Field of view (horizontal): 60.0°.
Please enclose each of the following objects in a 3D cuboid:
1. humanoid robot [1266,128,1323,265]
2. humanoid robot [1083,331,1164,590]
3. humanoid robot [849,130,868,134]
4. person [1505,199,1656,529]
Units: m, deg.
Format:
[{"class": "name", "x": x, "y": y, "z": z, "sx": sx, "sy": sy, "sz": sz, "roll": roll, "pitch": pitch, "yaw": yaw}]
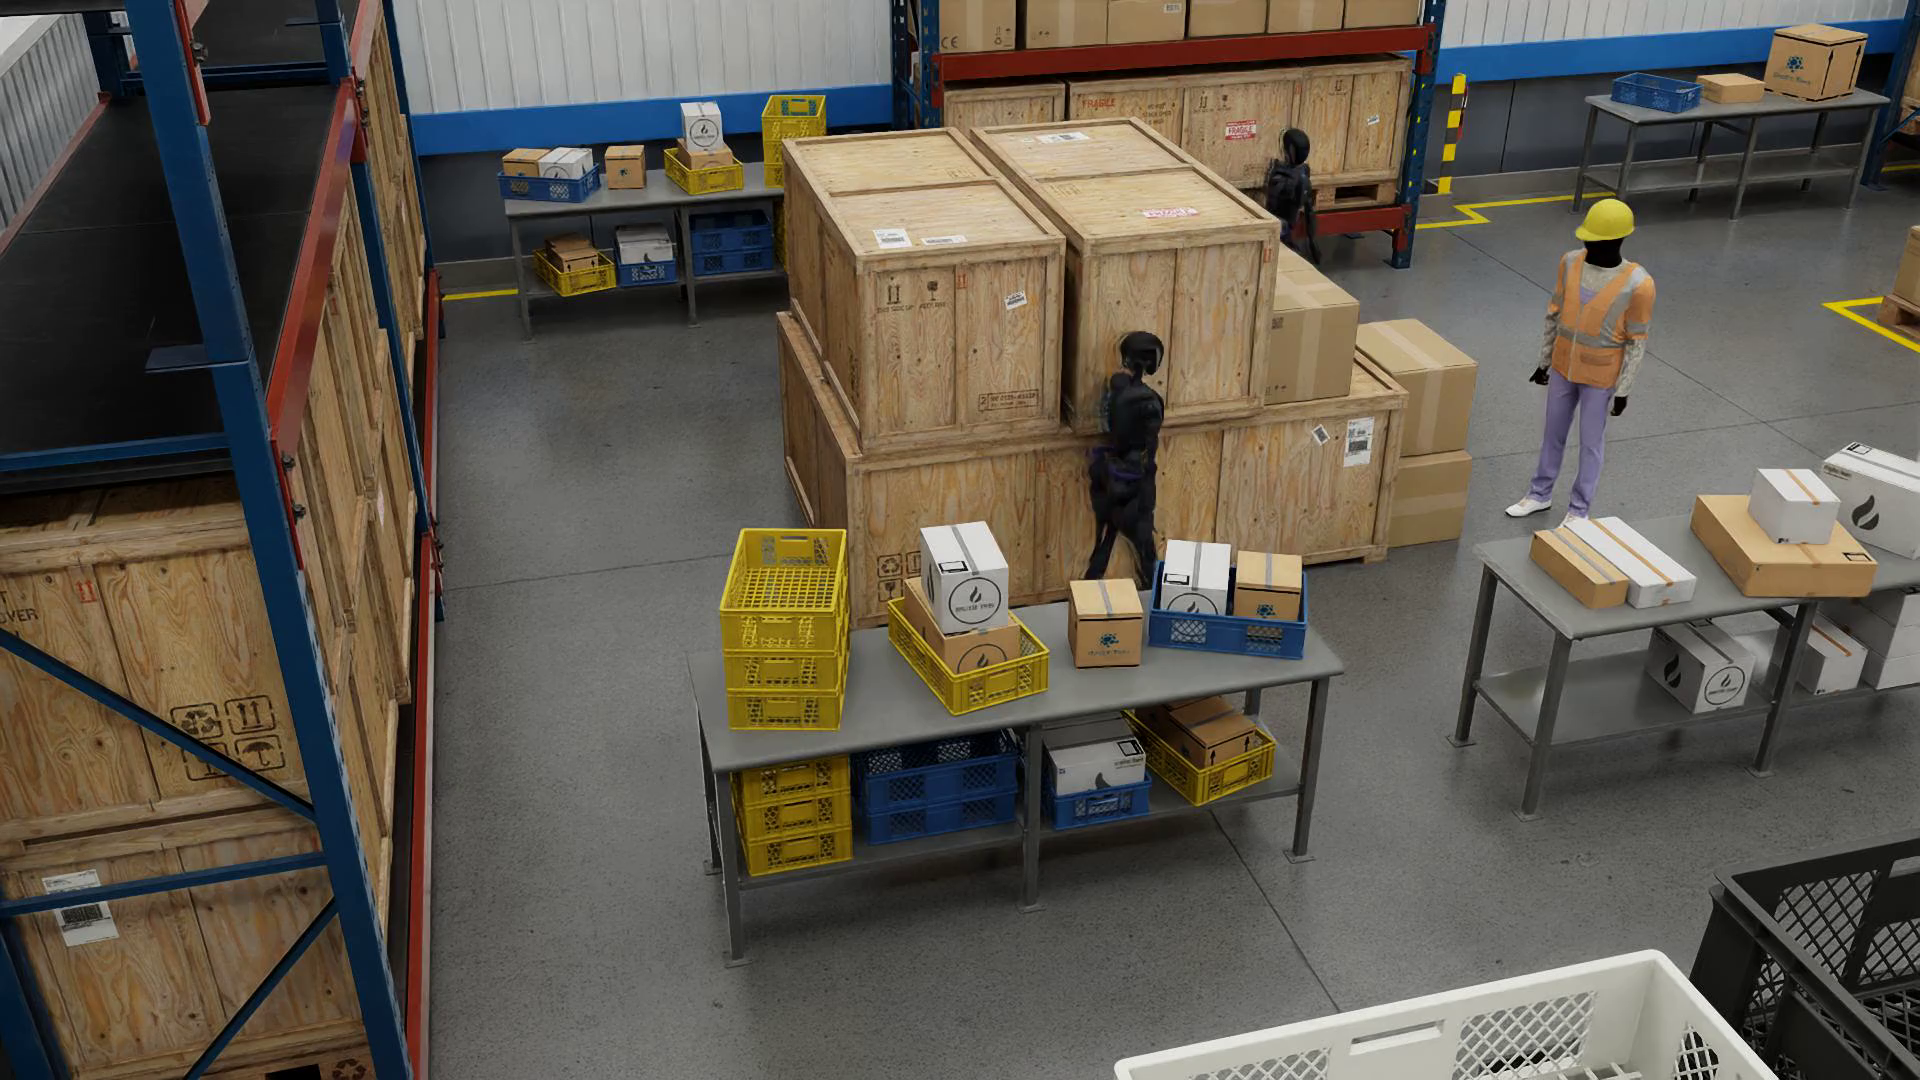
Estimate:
[{"class": "humanoid robot", "x": 2.219, "y": -1.959, "z": 11.219, "sx": 0.516, "sy": 1.642, "sz": 0.621, "roll": 18, "pitch": 33, "yaw": 29}, {"class": "humanoid robot", "x": 0.859, "y": -0.255, "z": 8.158, "sx": 0.698, "sy": 1.627, "sz": 0.621, "roll": -11, "pitch": 31, "yaw": -20}, {"class": "humanoid robot", "x": -0.654, "y": -1.933, "z": 11.165, "sx": 0.338, "sy": 1.652, "sz": 0.565, "roll": 24, "pitch": 37, "yaw": 37}, {"class": "person", "x": 3.412, "y": -0.931, "z": 9.094, "sx": 0.379, "sy": 1.921, "sz": 0.585, "roll": -19, "pitch": 34, "yaw": -31}]
